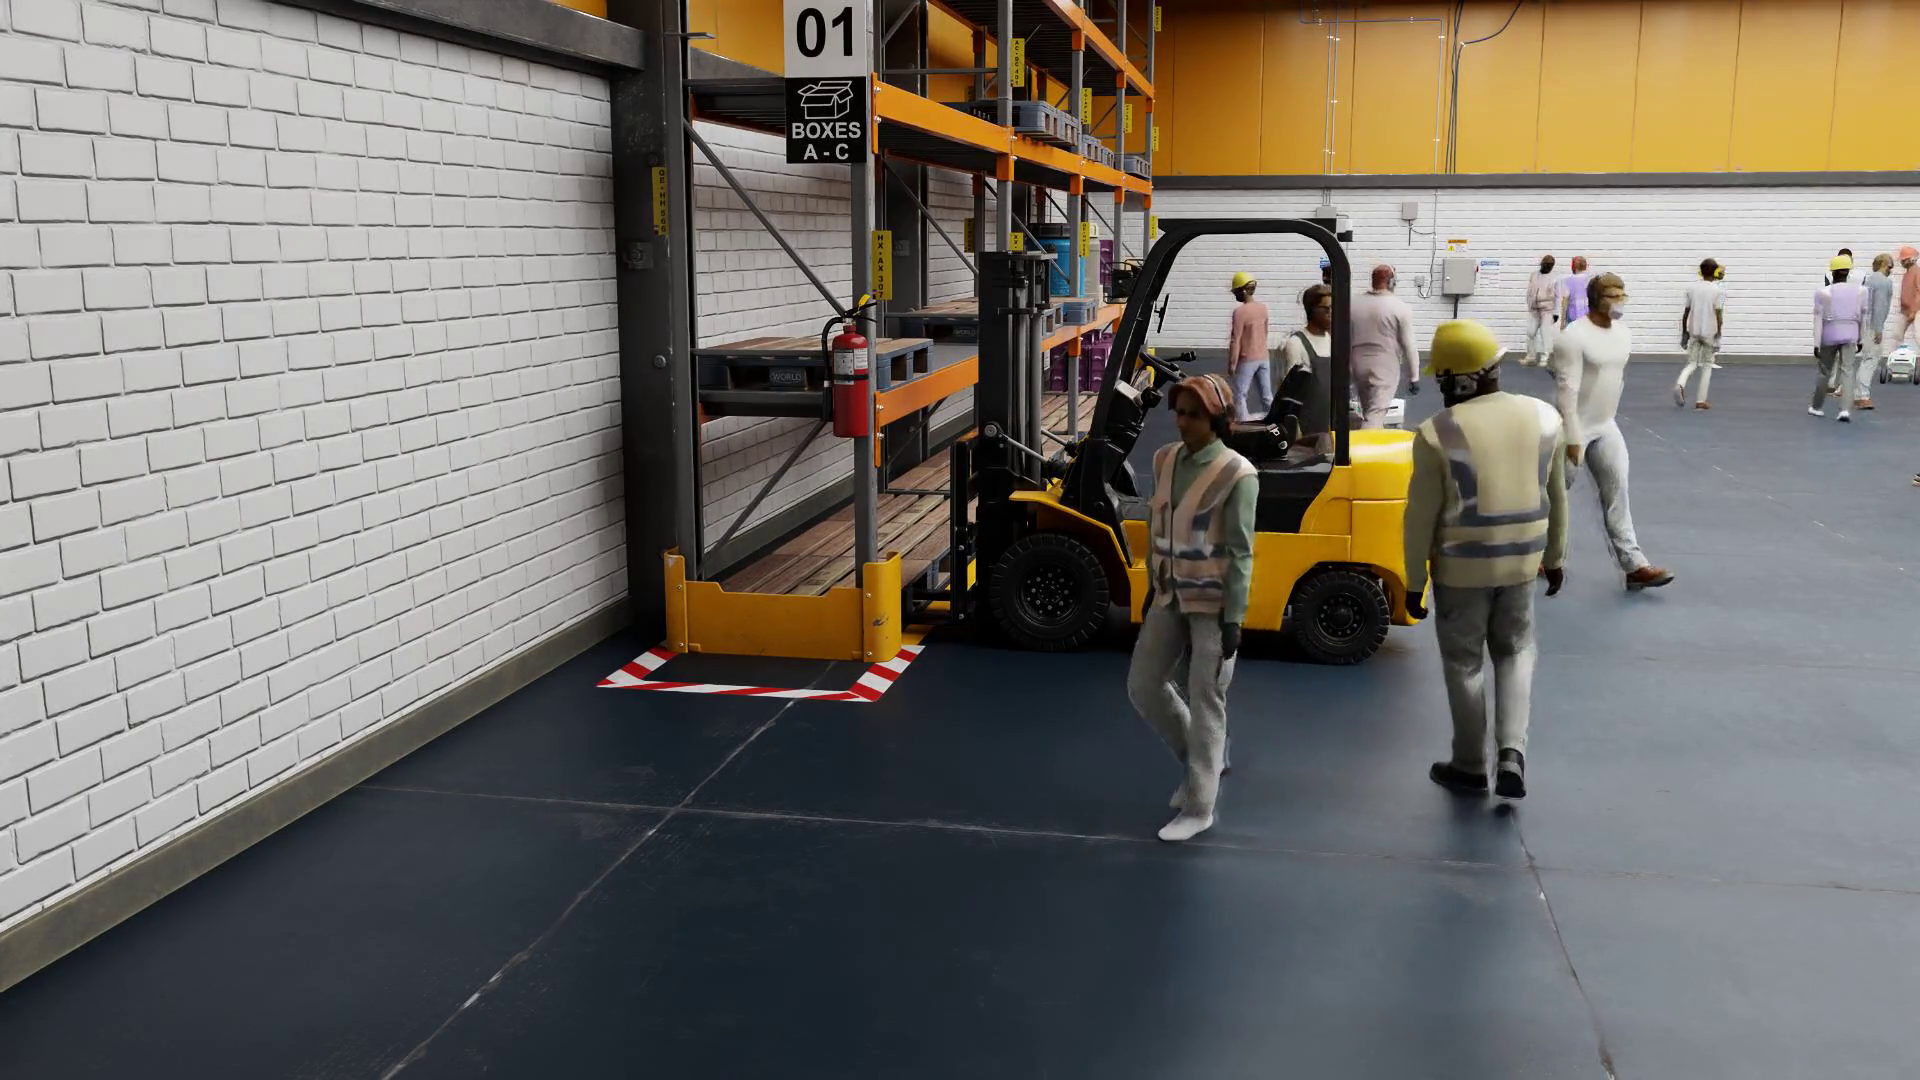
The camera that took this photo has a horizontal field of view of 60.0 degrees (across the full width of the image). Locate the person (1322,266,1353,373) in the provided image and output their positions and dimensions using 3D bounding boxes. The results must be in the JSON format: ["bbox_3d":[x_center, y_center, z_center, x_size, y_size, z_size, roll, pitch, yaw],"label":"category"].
[{"bbox_3d":[5.643,-3.360,25.442,0.881,1.637,0.544,0,10,-2],"label":"person"}]

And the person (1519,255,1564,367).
[{"bbox_3d":[9.385,-3.679,26.767,0.453,1.804,0.655,-9,14,-42],"label":"person"}]

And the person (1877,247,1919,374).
[{"bbox_3d":[14.603,-3.515,25.537,0.568,1.939,0.818,1,10,6],"label":"person"}]

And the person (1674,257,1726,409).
[{"bbox_3d":[8.931,-2.475,20.061,0.631,1.852,0.503,-9,14,-40],"label":"person"}]

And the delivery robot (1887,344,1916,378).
[{"bbox_3d":[13.494,-2.565,23.826,0.477,0.478,0.707,6,12,29],"label":"delivery robot"}]

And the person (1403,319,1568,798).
[{"bbox_3d":[1.929,0.097,6.086,0.658,1.798,0.527,-2,11,-11],"label":"person"}]

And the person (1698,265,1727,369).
[{"bbox_3d":[12.008,-3.554,26.532,0.310,1.638,0.523,0,10,-1],"label":"person"}]

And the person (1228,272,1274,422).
[{"bbox_3d":[2.913,-1.749,16.356,0.713,1.741,0.520,-9,14,-41],"label":"person"}]

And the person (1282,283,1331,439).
[{"bbox_3d":[2.214,-0.646,10.132,0.542,1.799,0.955,-8,13,-39],"label":"person"}]

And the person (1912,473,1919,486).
[{"bbox_3d":[8.276,-1.417,13.917,0.367,1.966,0.604,7,13,35],"label":"person"}]

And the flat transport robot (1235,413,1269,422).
[{"bbox_3d":[3.183,-1.181,17.273,1.431,0.197,0.652,-10,14,-42],"label":"flat transport robot"}]

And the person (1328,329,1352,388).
[{"bbox_3d":[5.206,-2.914,23.073,0.459,1.627,0.520,4,11,23],"label":"person"}]

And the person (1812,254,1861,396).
[{"bbox_3d":[11.592,-2.829,21.924,0.313,1.869,0.539,-3,11,-15],"label":"person"}]

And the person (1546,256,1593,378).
[{"bbox_3d":[8.946,-3.218,24.244,0.596,1.799,0.952,-2,10,-8],"label":"person"}]

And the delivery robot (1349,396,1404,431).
[{"bbox_3d":[4.229,-1.336,17.088,0.707,0.478,0.477,-7,12,-33],"label":"delivery robot"}]

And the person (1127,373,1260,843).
[{"bbox_3d":[0.815,0.236,5.755,0.351,1.626,0.544,-7,12,-33],"label":"person"}]

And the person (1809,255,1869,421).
[{"bbox_3d":[10.084,-2.315,19.088,0.605,1.882,0.981,3,11,14],"label":"person"}]

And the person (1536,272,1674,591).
[{"bbox_3d":[3.774,-0.642,9.909,0.652,1.878,1.027,-6,12,-30],"label":"person"}]

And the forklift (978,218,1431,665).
[{"bbox_3d":[1.285,-0.567,8.635,2.313,2.155,1.214,2,11,11],"label":"forklift"}]

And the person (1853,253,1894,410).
[{"bbox_3d":[11.190,-2.547,20.349,0.368,1.893,0.845,3,11,16],"label":"person"}]

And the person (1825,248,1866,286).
[{"bbox_3d":[13.386,-3.444,25.241,0.588,1.890,0.391,1,10,7],"label":"person"}]

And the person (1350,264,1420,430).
[{"bbox_3d":[3.670,-1.453,14.427,1.018,1.849,0.680,-9,14,-42],"label":"person"}]
